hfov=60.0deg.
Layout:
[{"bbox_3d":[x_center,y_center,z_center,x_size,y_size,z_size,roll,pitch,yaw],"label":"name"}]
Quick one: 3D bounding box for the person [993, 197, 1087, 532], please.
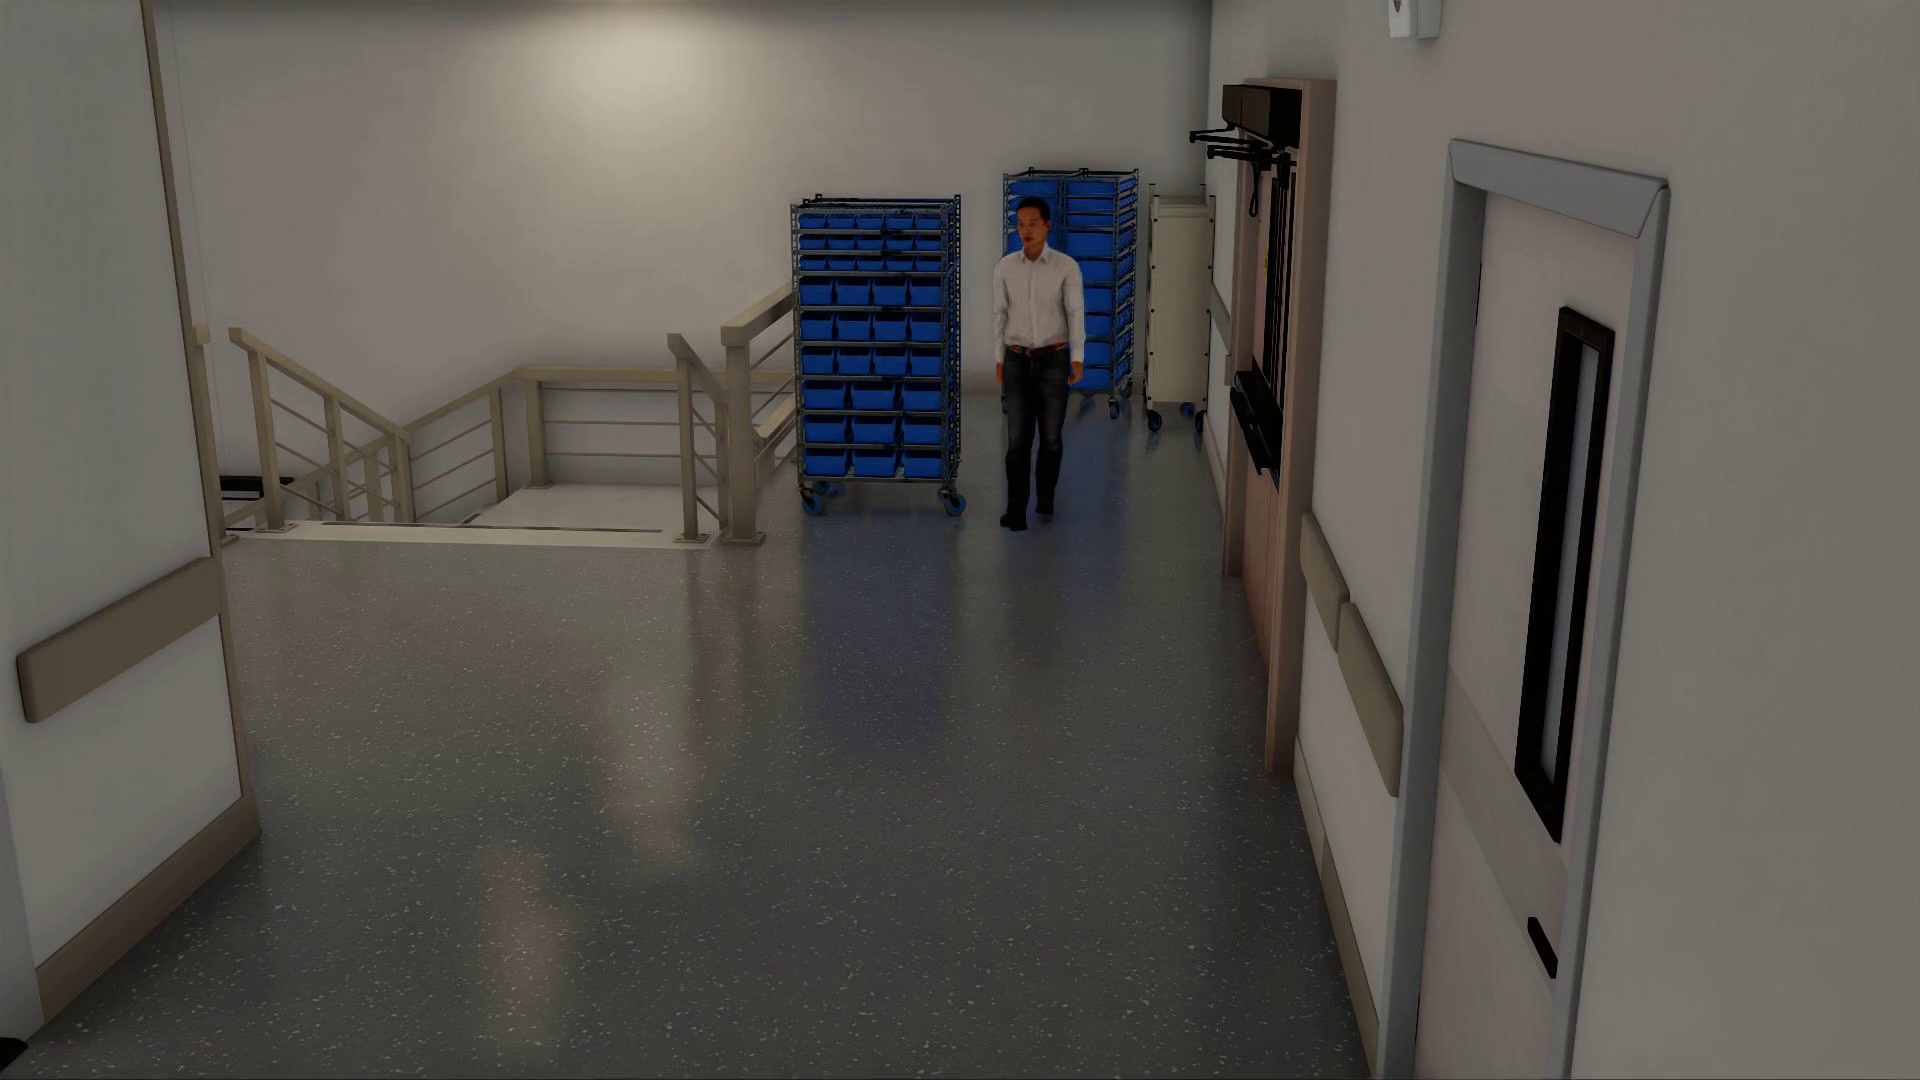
[{"bbox_3d":[0.453,-0.951,9.111,0.780,1.765,1.173,3,16,11],"label":"person"}]
